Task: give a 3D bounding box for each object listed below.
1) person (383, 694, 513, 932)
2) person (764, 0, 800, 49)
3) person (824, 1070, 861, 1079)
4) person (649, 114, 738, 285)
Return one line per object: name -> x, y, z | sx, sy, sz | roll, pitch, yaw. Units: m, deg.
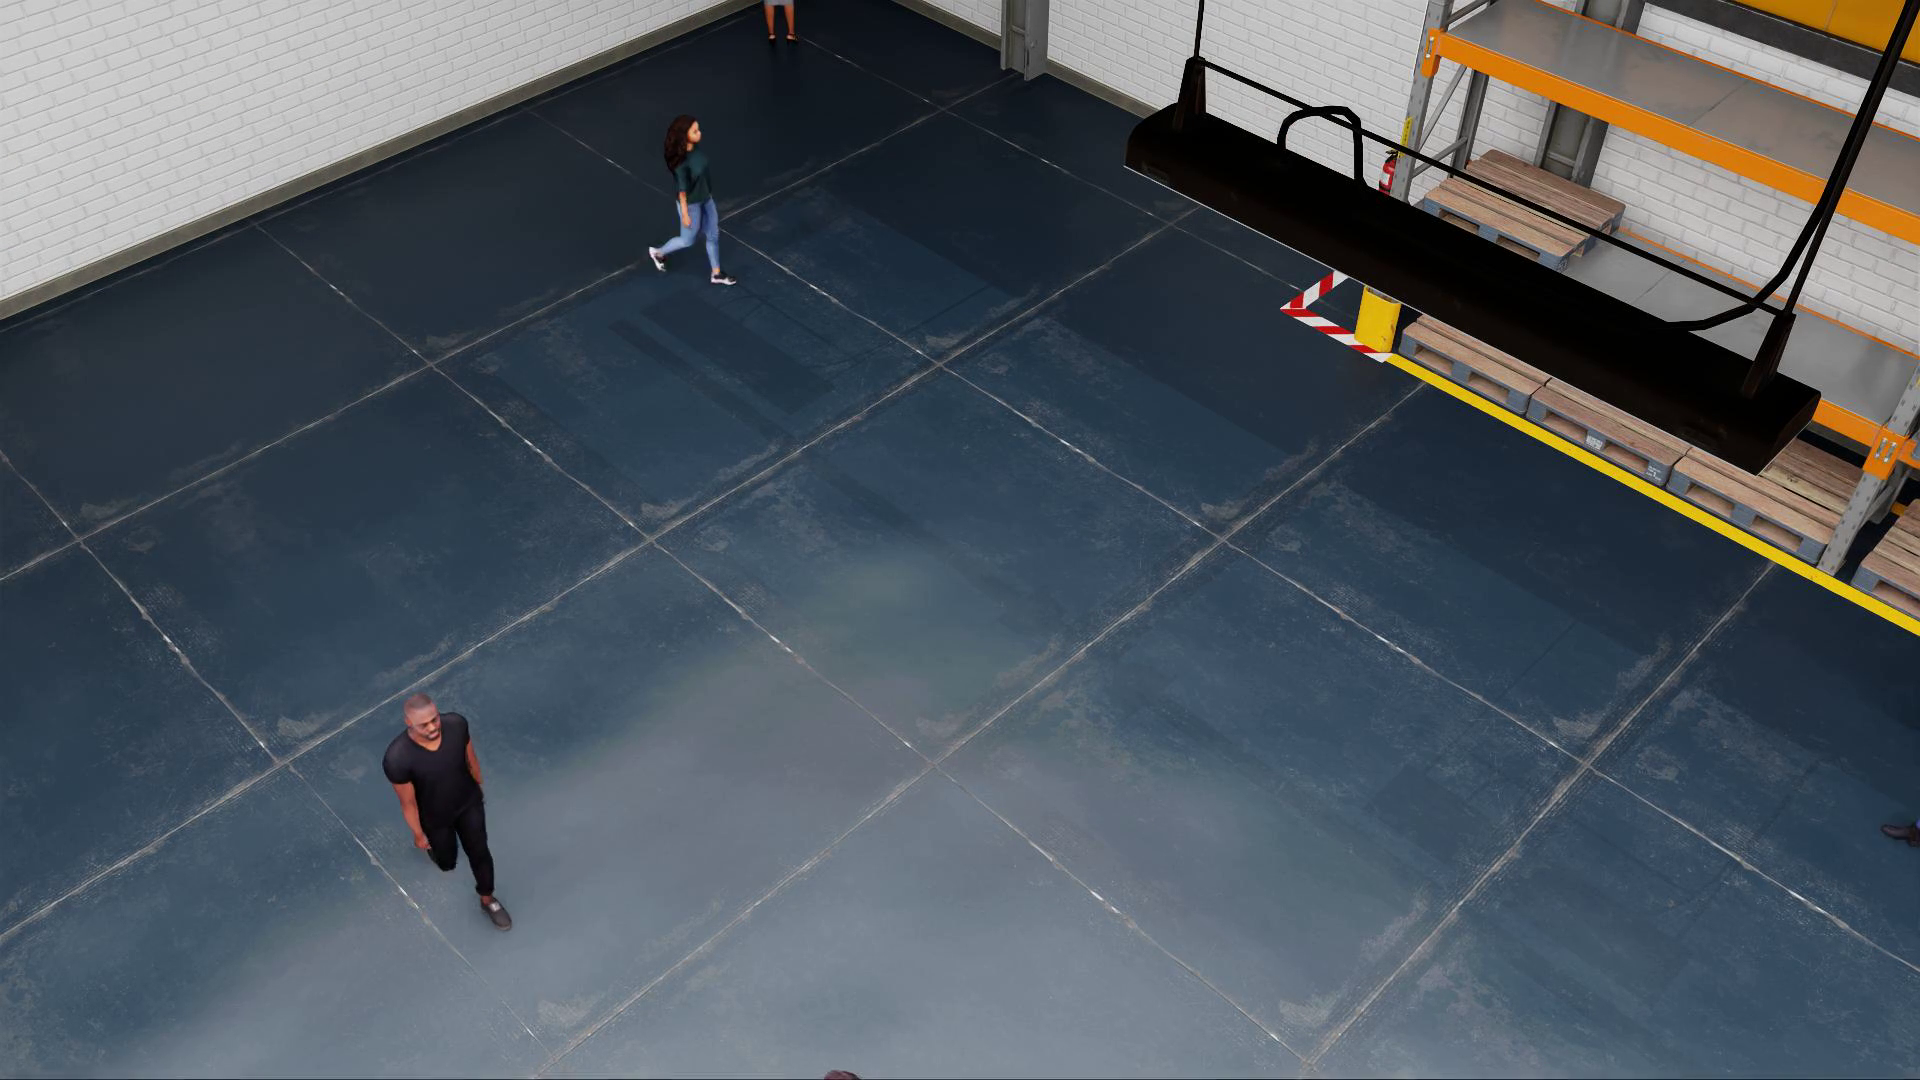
person -> -2.959, 1.484, 9.462 | 0.702, 1.803, 1.014 | -32, 52, -29
person -> -1.930, -6.001, 17.335 | 0.643, 1.781, 0.725 | 5, 44, 5
person -> -0.527, 3.013, 7.995 | 0.533, 1.612, 0.615 | 29, 51, 27
person -> -2.345, -2.891, 14.205 | 1.092, 1.596, 0.894 | 12, 45, 12
